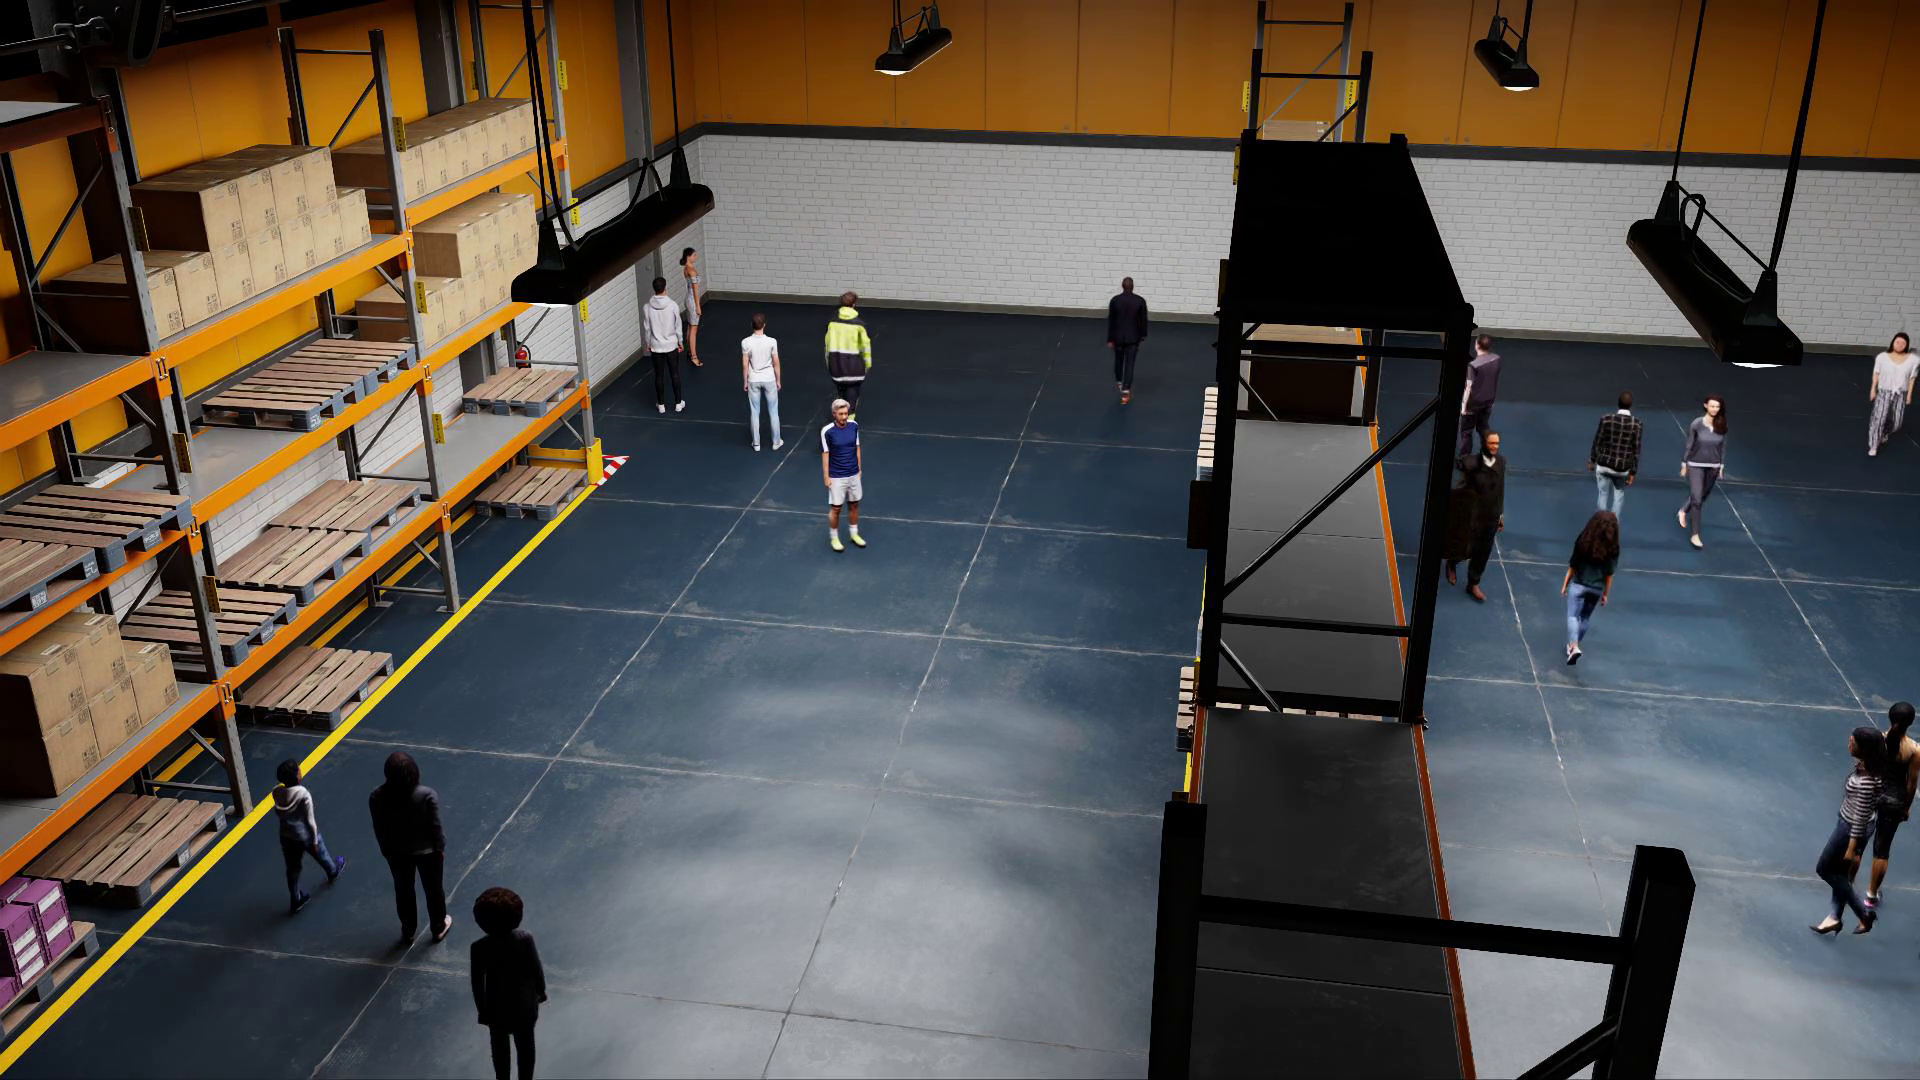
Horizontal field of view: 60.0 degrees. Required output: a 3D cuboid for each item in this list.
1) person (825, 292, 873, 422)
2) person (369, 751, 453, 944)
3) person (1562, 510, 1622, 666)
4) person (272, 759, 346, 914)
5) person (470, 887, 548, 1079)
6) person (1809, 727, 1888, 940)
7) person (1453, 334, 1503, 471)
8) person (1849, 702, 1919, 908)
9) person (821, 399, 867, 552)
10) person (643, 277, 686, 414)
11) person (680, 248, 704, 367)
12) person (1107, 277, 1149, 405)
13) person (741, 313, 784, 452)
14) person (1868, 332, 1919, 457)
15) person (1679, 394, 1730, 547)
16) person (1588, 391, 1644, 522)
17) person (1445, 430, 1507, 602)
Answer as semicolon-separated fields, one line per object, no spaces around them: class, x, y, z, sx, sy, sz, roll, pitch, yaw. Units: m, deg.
person;-1.557;-2.356;22.513;0.822;1.960;0.877;7;24;15
person;-4.072;2.275;12.375;0.713;1.594;0.712;0;24;-1
person;6.204;0.507;16.424;0.694;1.592;0.965;5;24;11
person;-5.125;2.291;12.790;0.503;1.233;0.825;3;24;6
person;-2.858;3.000;10.584;0.712;1.700;0.782;-5;24;-12
person;6.683;2.220;12.276;0.819;1.774;0.775;15;28;31
person;6.667;-1.710;21.196;0.998;1.831;1.099;-10;26;-22
person;7.071;2.021;12.789;0.641;1.728;0.634;13;27;27
person;-1.348;-0.772;19.053;0.724;1.830;0.780;-15;28;-31
person;-4.182;-2.765;23.488;0.750;1.928;0.694;-4;24;-9
person;-4.105;-3.583;25.492;0.742;1.822;0.624;-8;25;-17
person;2.371;-2.825;23.821;0.745;1.772;1.159;6;24;13
person;-2.626;-2.093;22.049;0.701;1.850;0.628;-2;24;-4
person;12.295;-1.947;21.952;0.802;1.659;0.955;11;26;23
person;8.622;-0.861;19.376;0.762;1.733;1.129;-1;24;-2
person;7.529;-0.807;19.167;0.704;1.802;0.704;7;25;15
person;5.554;-0.307;17.909;0.900;1.893;1.006;-7;24;-15
